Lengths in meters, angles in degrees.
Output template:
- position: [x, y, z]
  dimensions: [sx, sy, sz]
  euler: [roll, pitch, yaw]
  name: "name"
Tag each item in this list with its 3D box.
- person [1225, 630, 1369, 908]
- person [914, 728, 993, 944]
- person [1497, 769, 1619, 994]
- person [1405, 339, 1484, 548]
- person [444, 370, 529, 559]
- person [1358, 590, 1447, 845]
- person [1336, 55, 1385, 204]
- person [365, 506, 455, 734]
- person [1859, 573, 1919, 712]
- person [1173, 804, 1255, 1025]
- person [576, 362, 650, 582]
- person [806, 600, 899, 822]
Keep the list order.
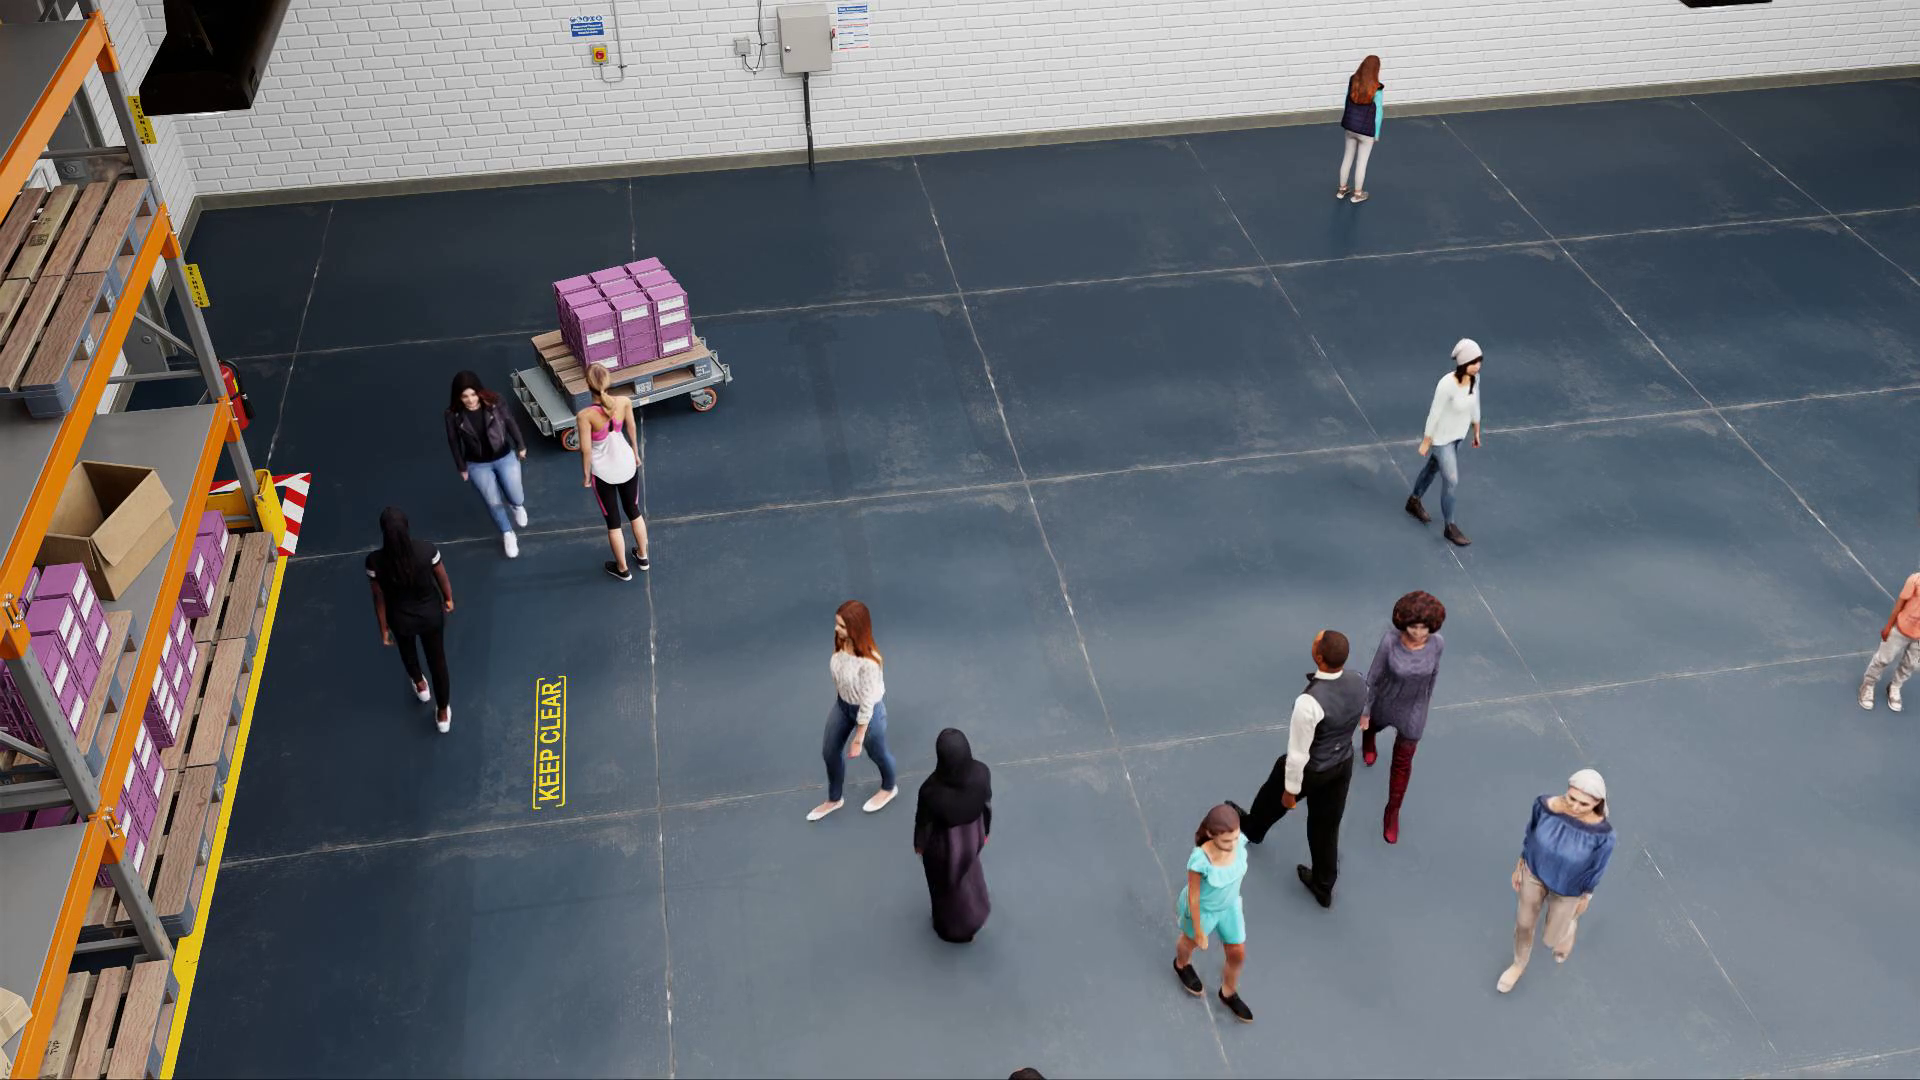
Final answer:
- position: [2.089, 1.354, 9.485]
  dimensions: [0.978, 1.883, 1.234]
  euler: [-20, 43, -23]
  name: "person"
- position: [-0.011, 1.702, 9.269]
  dimensions: [0.719, 1.608, 0.806]
  euler: [-19, 42, -22]
  name: "person"
- position: [3.279, 1.811, 9.073]
  dimensions: [0.867, 1.682, 0.901]
  euler: [32, 48, 33]
  name: "person"
- position: [3.576, -0.811, 12.400]
  dimensions: [0.842, 1.627, 0.996]
  euler: [-25, 45, -28]
  name: "person"
- position: [-3.448, -0.619, 12.164]
  dimensions: [0.728, 1.623, 0.768]
  euler: [-15, 41, -18]
  name: "person"
- position: [2.658, 0.943, 10.174]
  dimensions: [0.803, 1.665, 1.185]
  euler: [3, 39, 4]
  name: "person"
- position: [4.005, -4.119, 16.644]
  dimensions: [0.677, 1.501, 0.747]
  euler: [30, 47, 32]
  name: "person"
- position: [-3.458, 0.551, 10.623]
  dimensions: [0.706, 1.717, 0.860]
  euler: [-12, 40, -15]
  name: "person"
- position: [6.291, 0.550, 10.952]
  dimensions: [0.576, 1.308, 0.605]
  euler: [11, 40, 13]
  name: "person"
- position: [1.313, 1.928, 9.042]
  dimensions: [0.705, 1.539, 0.871]
  euler: [-21, 43, -24]
  name: "person"
- position: [-2.472, -0.485, 11.865]
  dimensions: [0.692, 1.787, 0.694]
  euler: [-29, 47, -31]
  name: "person"
- position: [-0.524, 1.013, 10.054]
  dimensions: [0.868, 1.705, 0.880]
  euler: [-27, 46, -30]
  name: "person"
